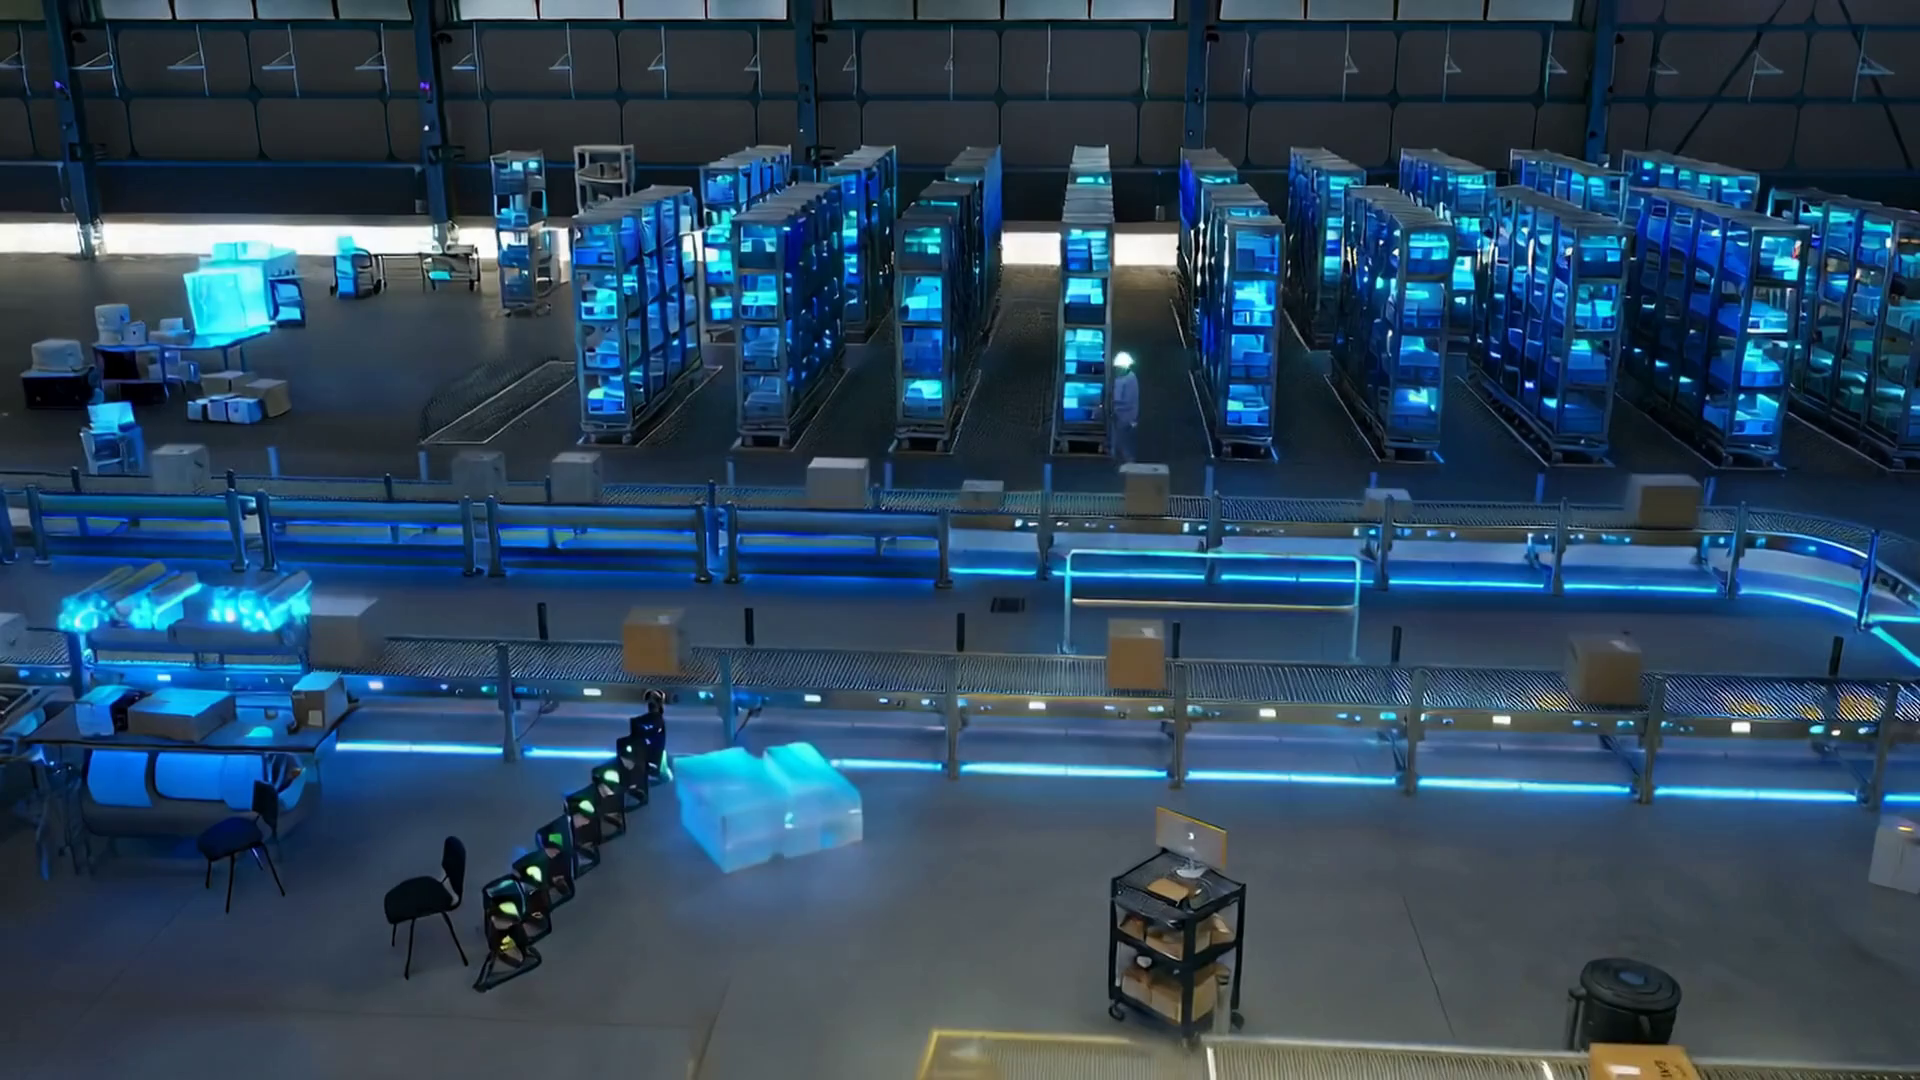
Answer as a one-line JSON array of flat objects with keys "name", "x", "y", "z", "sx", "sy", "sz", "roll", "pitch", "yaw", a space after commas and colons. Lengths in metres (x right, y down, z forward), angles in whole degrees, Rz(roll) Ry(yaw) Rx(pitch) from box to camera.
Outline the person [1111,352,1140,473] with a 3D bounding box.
[{"name": "person", "x": 2.402, "y": -1.871, "z": 24.525, "sx": 0.459, "sy": 1.812, "sz": 0.627, "roll": -5, "pitch": 18, "yaw": -16}]

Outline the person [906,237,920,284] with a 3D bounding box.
[{"name": "person", "x": -1.029, "y": -6.774, "z": 40.081, "sx": 0.608, "sy": 1.815, "sz": 0.513, "roll": -5, "pitch": 18, "yaw": -16}]
